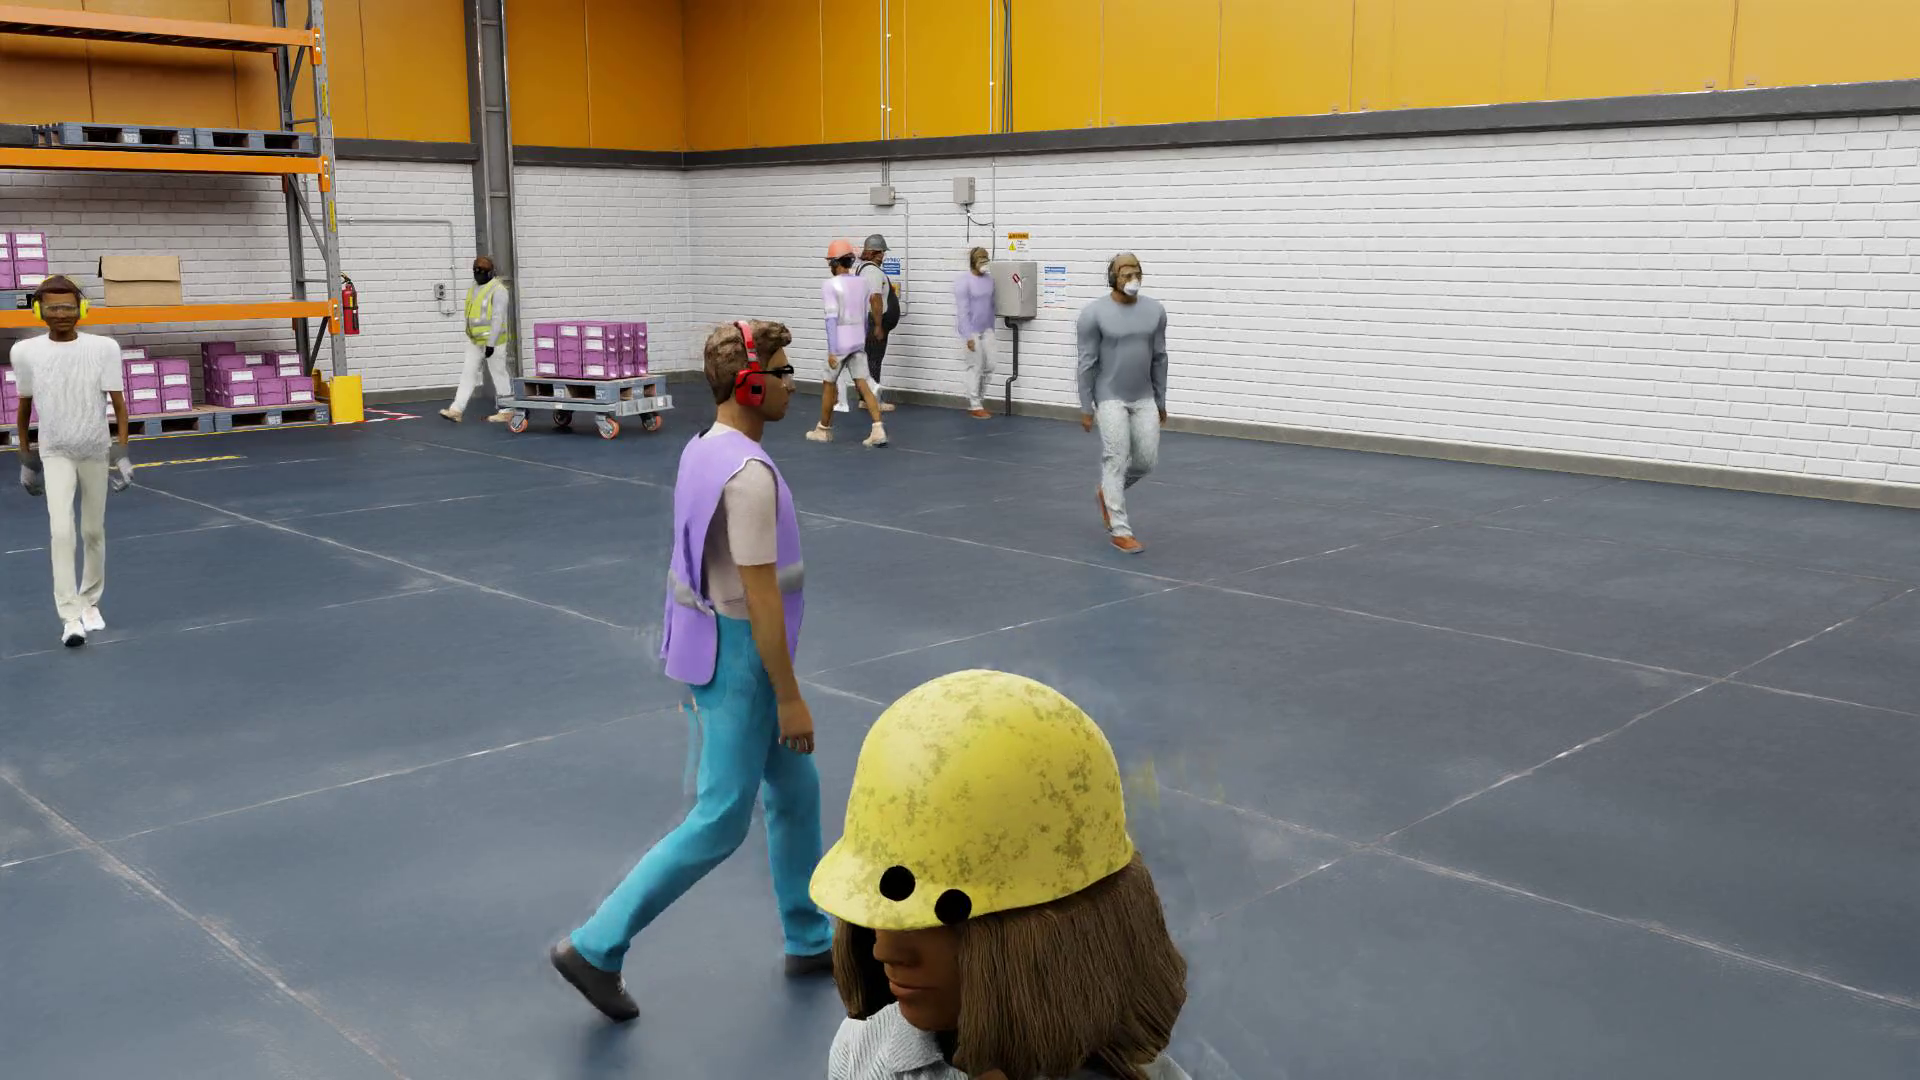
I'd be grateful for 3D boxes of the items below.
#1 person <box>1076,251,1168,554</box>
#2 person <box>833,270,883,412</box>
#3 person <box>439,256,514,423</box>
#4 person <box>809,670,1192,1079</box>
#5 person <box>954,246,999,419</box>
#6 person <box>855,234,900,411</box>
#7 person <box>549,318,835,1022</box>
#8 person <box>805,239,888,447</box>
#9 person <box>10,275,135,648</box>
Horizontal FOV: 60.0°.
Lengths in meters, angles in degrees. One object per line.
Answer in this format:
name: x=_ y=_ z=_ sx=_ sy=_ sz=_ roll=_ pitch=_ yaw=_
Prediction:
person: x=1.027 y=-0.893 z=10.727 sx=0.645 sy=1.927 sz=0.618 roll=-5 pitch=11 yaw=-24
person: x=-1.236 y=-2.354 z=18.966 sx=0.645 sy=1.838 sz=0.527 roll=8 pitch=13 yaw=36
person: x=-5.160 y=-2.120 z=17.801 sx=0.662 sy=1.790 sz=0.901 roll=9 pitch=14 yaw=41
person: x=-0.003 y=0.934 z=1.373 sx=0.888 sy=1.690 sz=0.506 roll=-8 pitch=13 yaw=-36
person: x=0.183 y=-2.259 z=18.254 sx=0.431 sy=1.908 sz=0.664 roll=10 pitch=14 yaw=42
person: x=-0.964 y=-2.525 z=19.310 sx=0.536 sy=2.000 sz=0.684 roll=-3 pitch=11 yaw=-17
person: x=-0.630 y=0.338 z=4.311 sx=0.879 sy=1.818 sz=0.562 roll=-3 pitch=11 yaw=-15
person: x=-1.076 y=-1.884 z=15.986 sx=1.062 sy=1.990 sz=0.628 roll=10 pitch=14 yaw=44
person: x=-4.384 y=-0.387 z=8.260 sx=0.490 sy=1.824 sz=0.919 roll=-6 pitch=12 yaw=-31
